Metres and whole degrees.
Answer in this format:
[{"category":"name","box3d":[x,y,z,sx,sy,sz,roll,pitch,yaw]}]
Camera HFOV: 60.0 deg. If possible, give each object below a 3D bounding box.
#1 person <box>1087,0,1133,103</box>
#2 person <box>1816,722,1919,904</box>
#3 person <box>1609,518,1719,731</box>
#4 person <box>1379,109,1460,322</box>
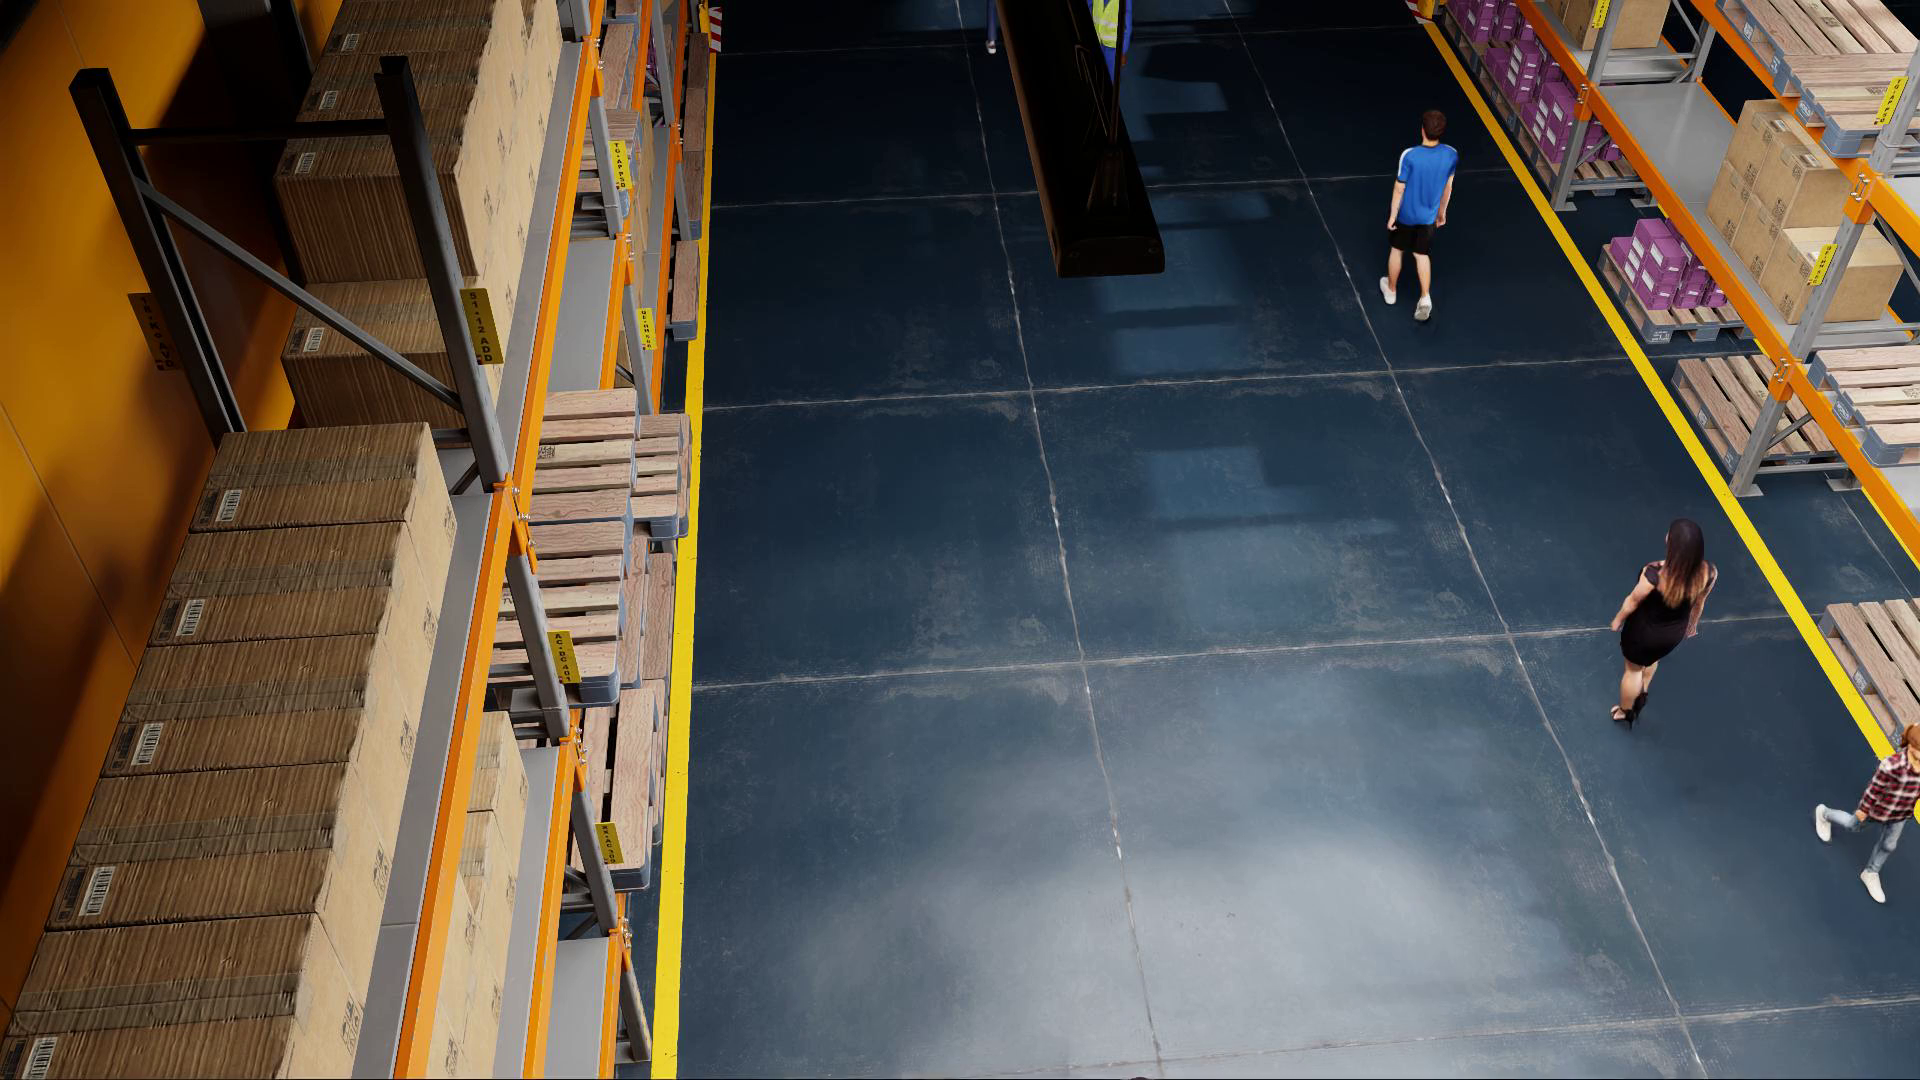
[{"category":"person","box3d":[1.409,-4.792,16.028,0.757,1.812,0.772,20,47,20]},{"category":"person","box3d":[5.429,1.492,9.810,0.563,1.290,0.887,-6,44,-6]},{"category":"person","box3d":[4.407,0.622,10.427,0.685,1.700,0.628,-6,44,-7]},{"category":"person","box3d":[3.804,-2.654,13.758,0.667,1.848,1.039,-5,44,-5]}]
